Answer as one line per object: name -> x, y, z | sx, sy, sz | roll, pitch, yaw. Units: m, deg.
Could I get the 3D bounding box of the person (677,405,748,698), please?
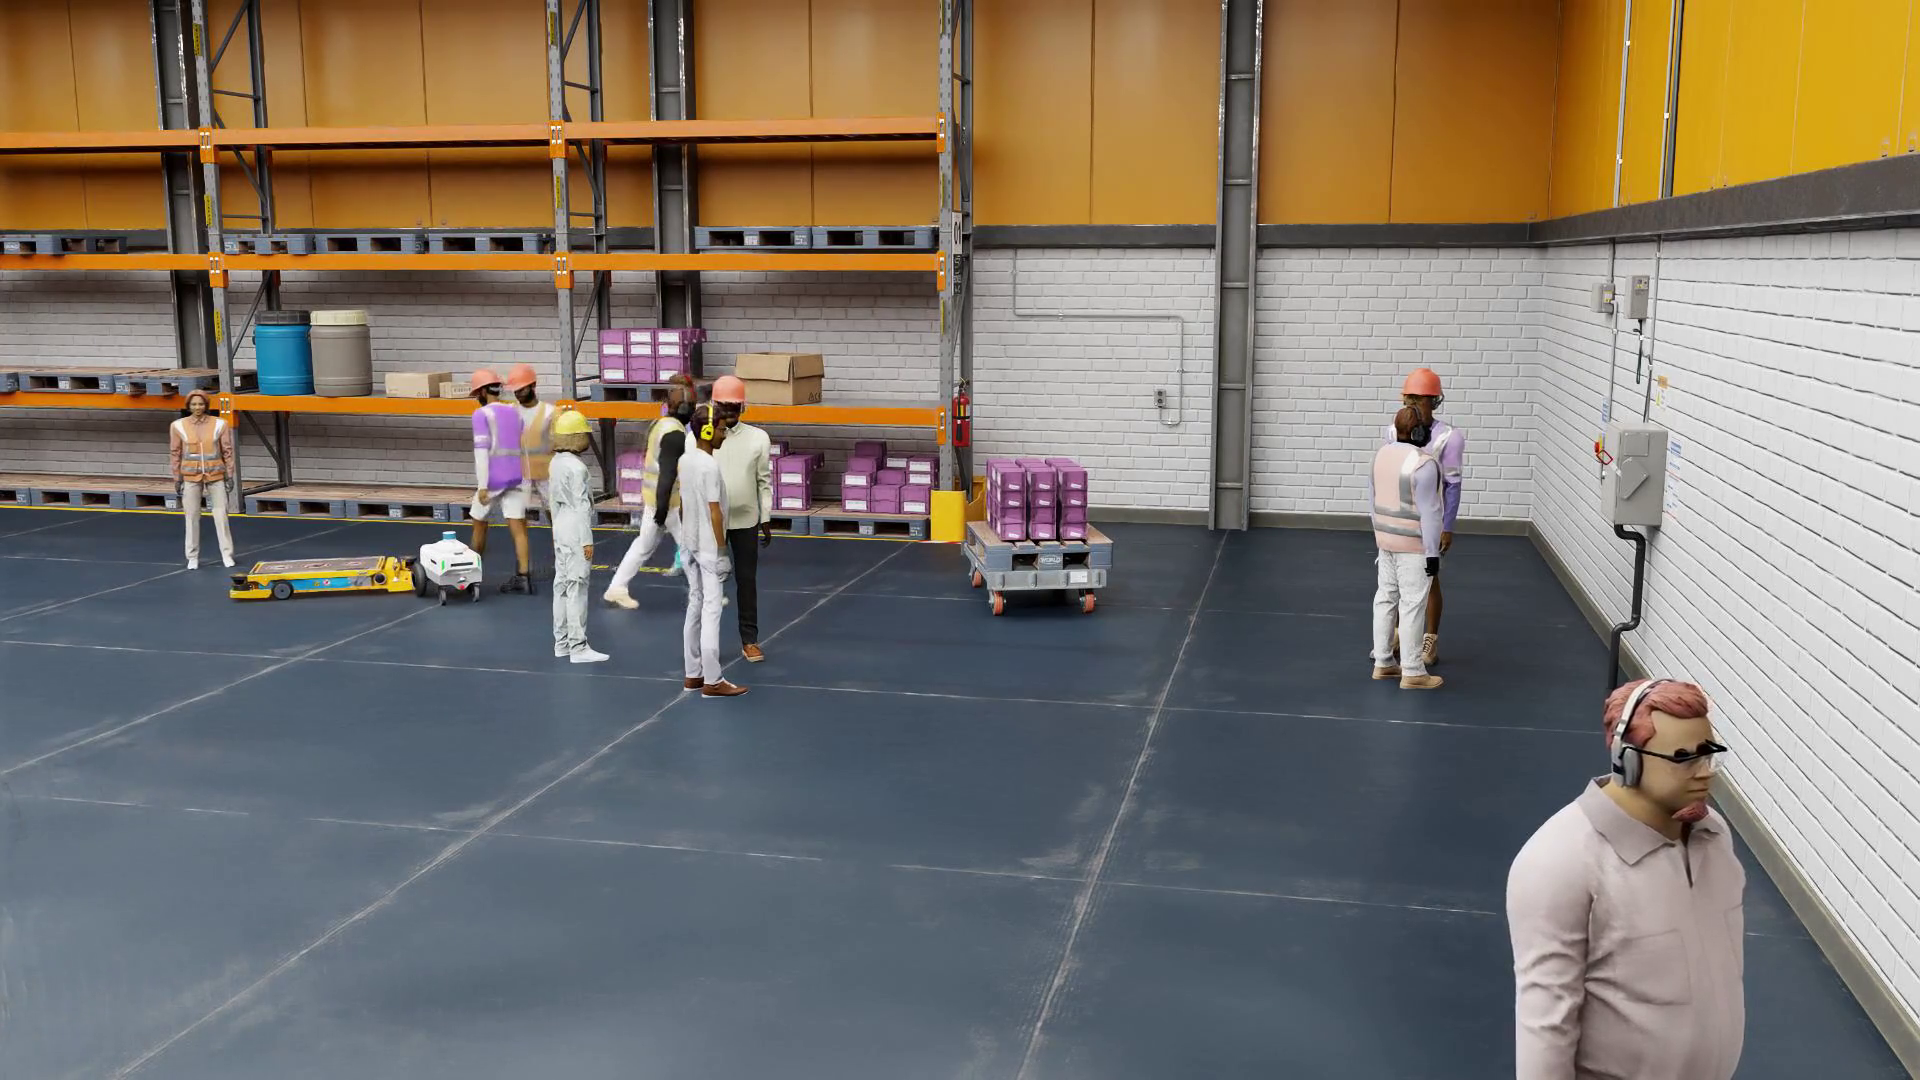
person -> -1.606, 0.073, 10.614 | 0.326, 1.860, 0.518 | -7, 12, -35

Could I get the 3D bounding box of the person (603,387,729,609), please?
person -> -2.386, -0.319, 13.212 | 0.965, 1.789, 0.644 | -3, 10, -19

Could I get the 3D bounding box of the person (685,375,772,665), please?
person -> -1.591, -0.139, 11.459 | 0.611, 1.996, 0.375 | -3, 10, -17

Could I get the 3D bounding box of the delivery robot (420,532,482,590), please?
delivery robot -> -4.161, 0.175, 13.584 | 0.477, 0.478, 0.707 | -6, 11, -31

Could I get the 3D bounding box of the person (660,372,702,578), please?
person -> -2.346, -0.590, 14.686 | 0.596, 1.810, 0.729 | 7, 12, 37

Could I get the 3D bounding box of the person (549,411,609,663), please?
person -> -2.662, -0.026, 11.535 | 0.295, 1.743, 0.493 | -7, 12, -36

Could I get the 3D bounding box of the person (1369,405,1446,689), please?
person -> 2.923, 0.044, 10.838 | 0.429, 1.844, 0.626 | -4, 10, -22

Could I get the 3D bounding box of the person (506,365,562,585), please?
person -> -3.667, -0.554, 14.266 | 0.629, 1.874, 0.914 | 1, 10, 5

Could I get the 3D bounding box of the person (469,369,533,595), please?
person -> -3.923, -0.483, 13.890 | 0.940, 1.861, 0.615 | 6, 11, 31

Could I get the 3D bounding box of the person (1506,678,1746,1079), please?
person -> 1.465, 1.232, 3.610 | 0.640, 1.908, 0.407 | -6, 11, -33

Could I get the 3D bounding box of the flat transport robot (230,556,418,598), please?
flat transport robot -> -5.308, 0.302, 13.948 | 1.431, 0.197, 0.652 | -3, 10, -15

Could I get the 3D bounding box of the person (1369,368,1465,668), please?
person -> 3.120, -0.152, 11.387 | 0.369, 2.048, 0.607 | -9, 13, -43

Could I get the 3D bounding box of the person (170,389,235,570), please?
person -> -6.797, -0.541, 14.941 | 0.516, 1.629, 0.321 | -4, 10, -24
